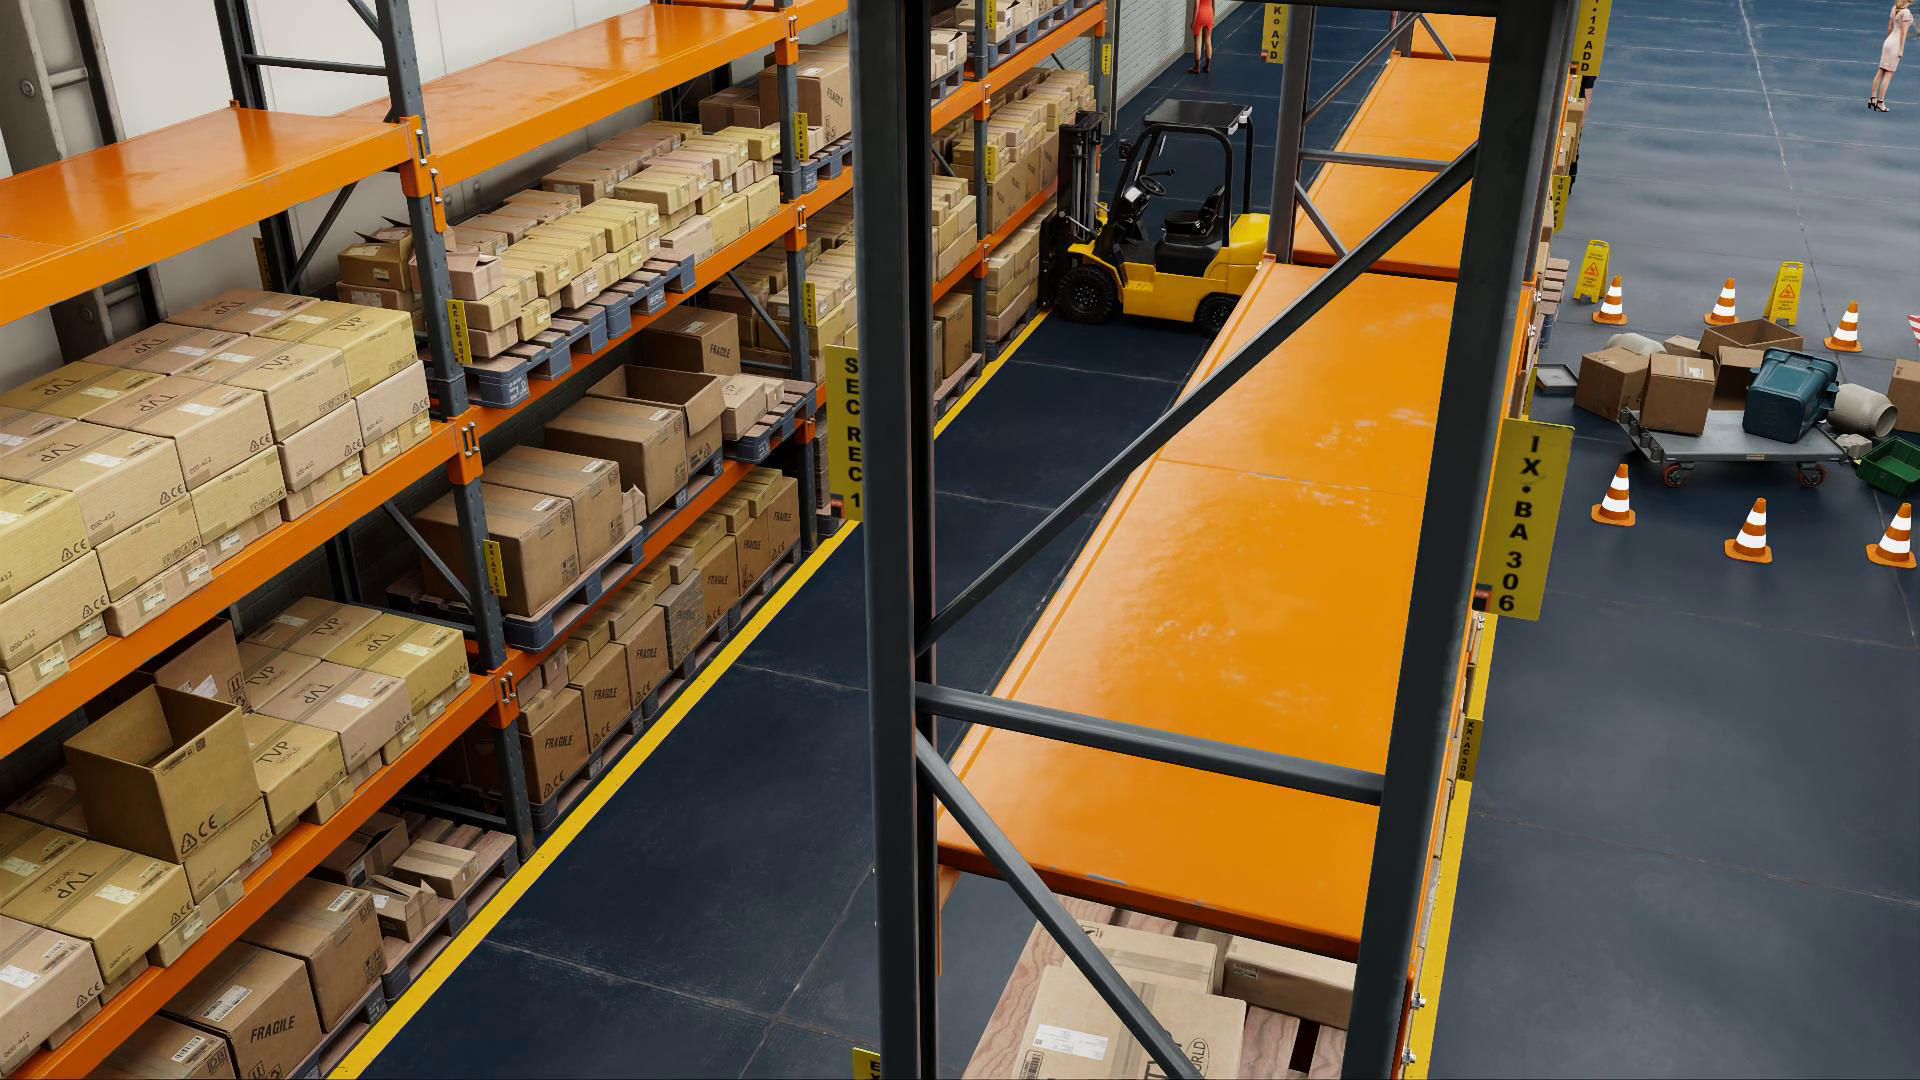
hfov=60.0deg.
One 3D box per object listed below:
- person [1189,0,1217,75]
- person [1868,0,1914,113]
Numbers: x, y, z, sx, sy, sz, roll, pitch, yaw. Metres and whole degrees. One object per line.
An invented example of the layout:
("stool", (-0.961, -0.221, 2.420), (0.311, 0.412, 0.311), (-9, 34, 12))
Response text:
("person", (4.025, -8.614, 27.513), (0.664, 1.719, 0.718), (-12, 30, -21))
("person", (14.134, -7.454, 25.218), (0.696, 1.830, 0.557), (-1, 28, -1))
